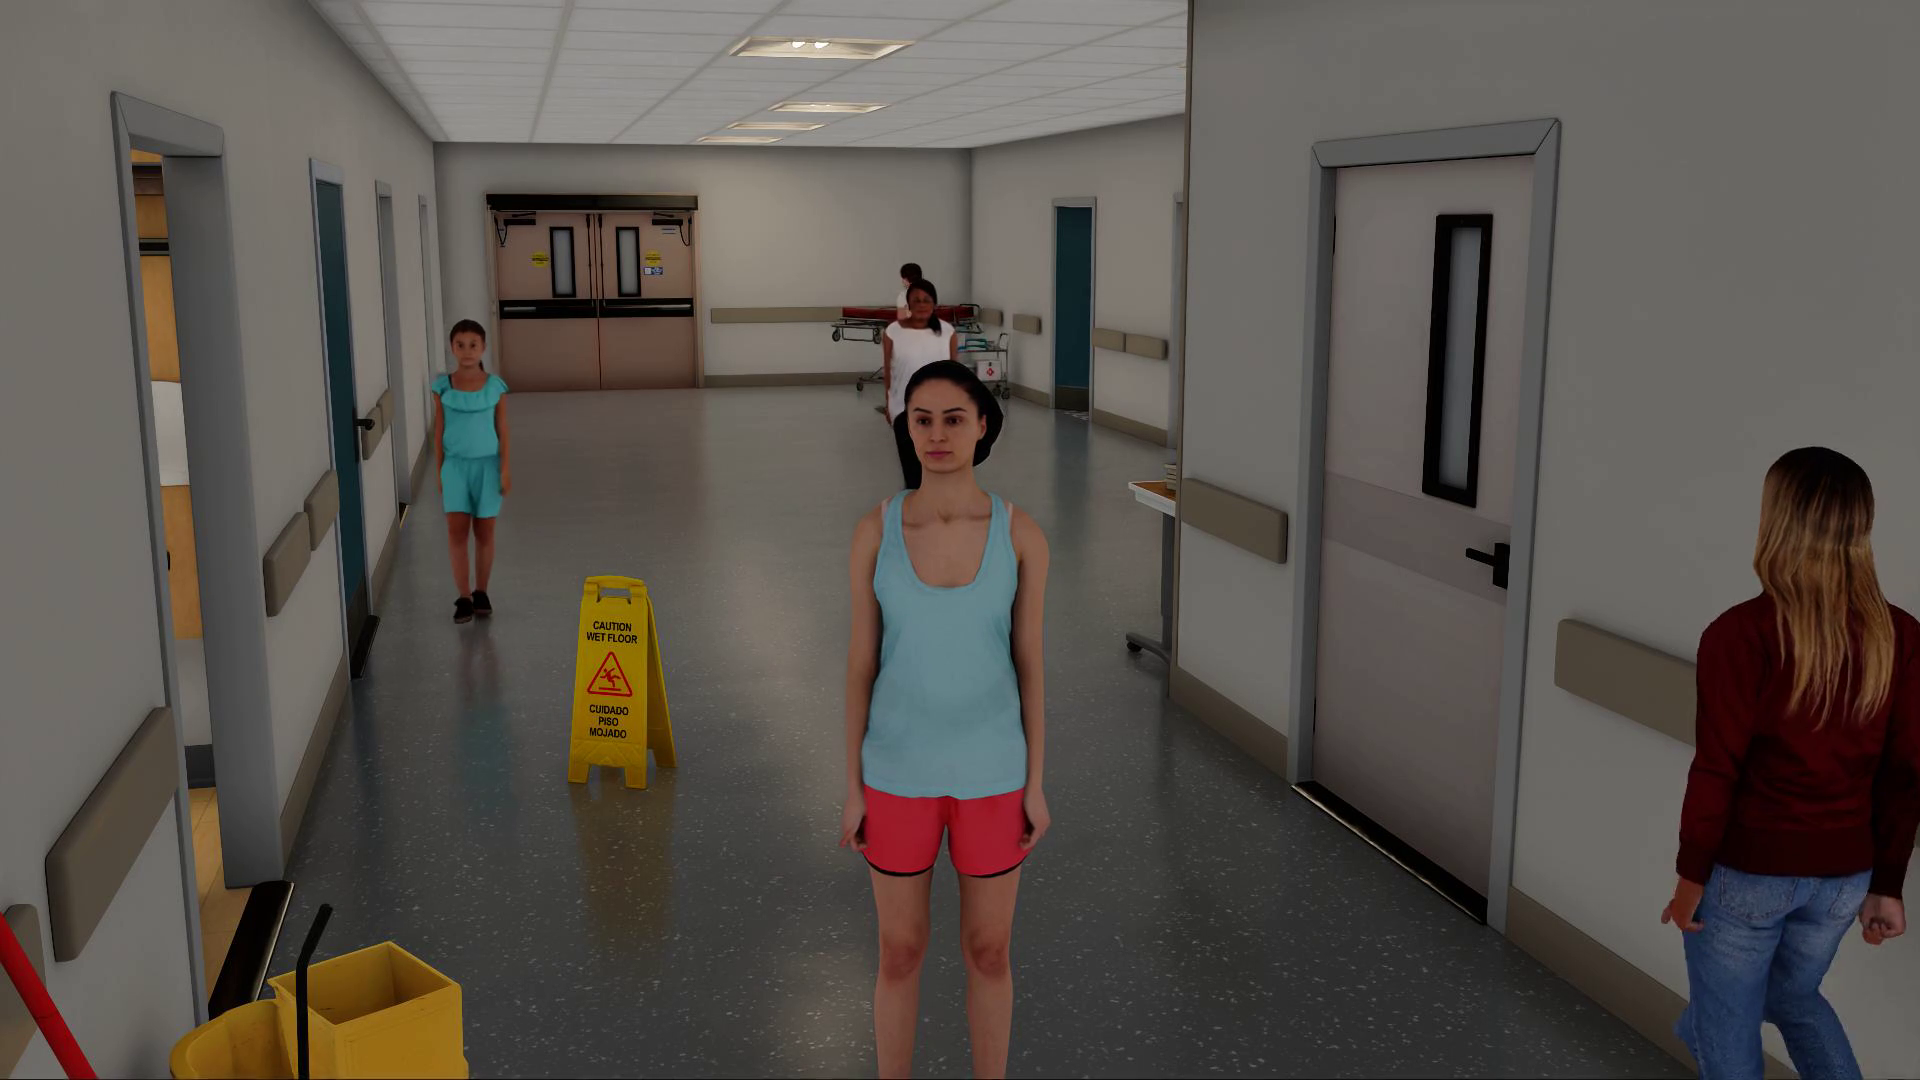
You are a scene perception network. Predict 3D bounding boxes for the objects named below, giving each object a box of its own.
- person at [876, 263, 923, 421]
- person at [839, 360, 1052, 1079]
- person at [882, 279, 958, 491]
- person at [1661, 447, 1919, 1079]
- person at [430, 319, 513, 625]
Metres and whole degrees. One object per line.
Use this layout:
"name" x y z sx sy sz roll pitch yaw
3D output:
"person" -0.430 -1.950 16.782 0.863 1.626 1.103 -8 14 -38
"person" -0.031 0.506 3.469 0.657 1.765 0.664 0 11 1
"person" -0.240 -0.873 11.008 0.704 1.664 1.034 -2 11 -9
"person" 1.578 0.647 3.102 0.600 1.625 0.677 -3 11 -13
"person" -2.528 -0.364 8.651 0.546 1.543 0.745 -3 11 -14
